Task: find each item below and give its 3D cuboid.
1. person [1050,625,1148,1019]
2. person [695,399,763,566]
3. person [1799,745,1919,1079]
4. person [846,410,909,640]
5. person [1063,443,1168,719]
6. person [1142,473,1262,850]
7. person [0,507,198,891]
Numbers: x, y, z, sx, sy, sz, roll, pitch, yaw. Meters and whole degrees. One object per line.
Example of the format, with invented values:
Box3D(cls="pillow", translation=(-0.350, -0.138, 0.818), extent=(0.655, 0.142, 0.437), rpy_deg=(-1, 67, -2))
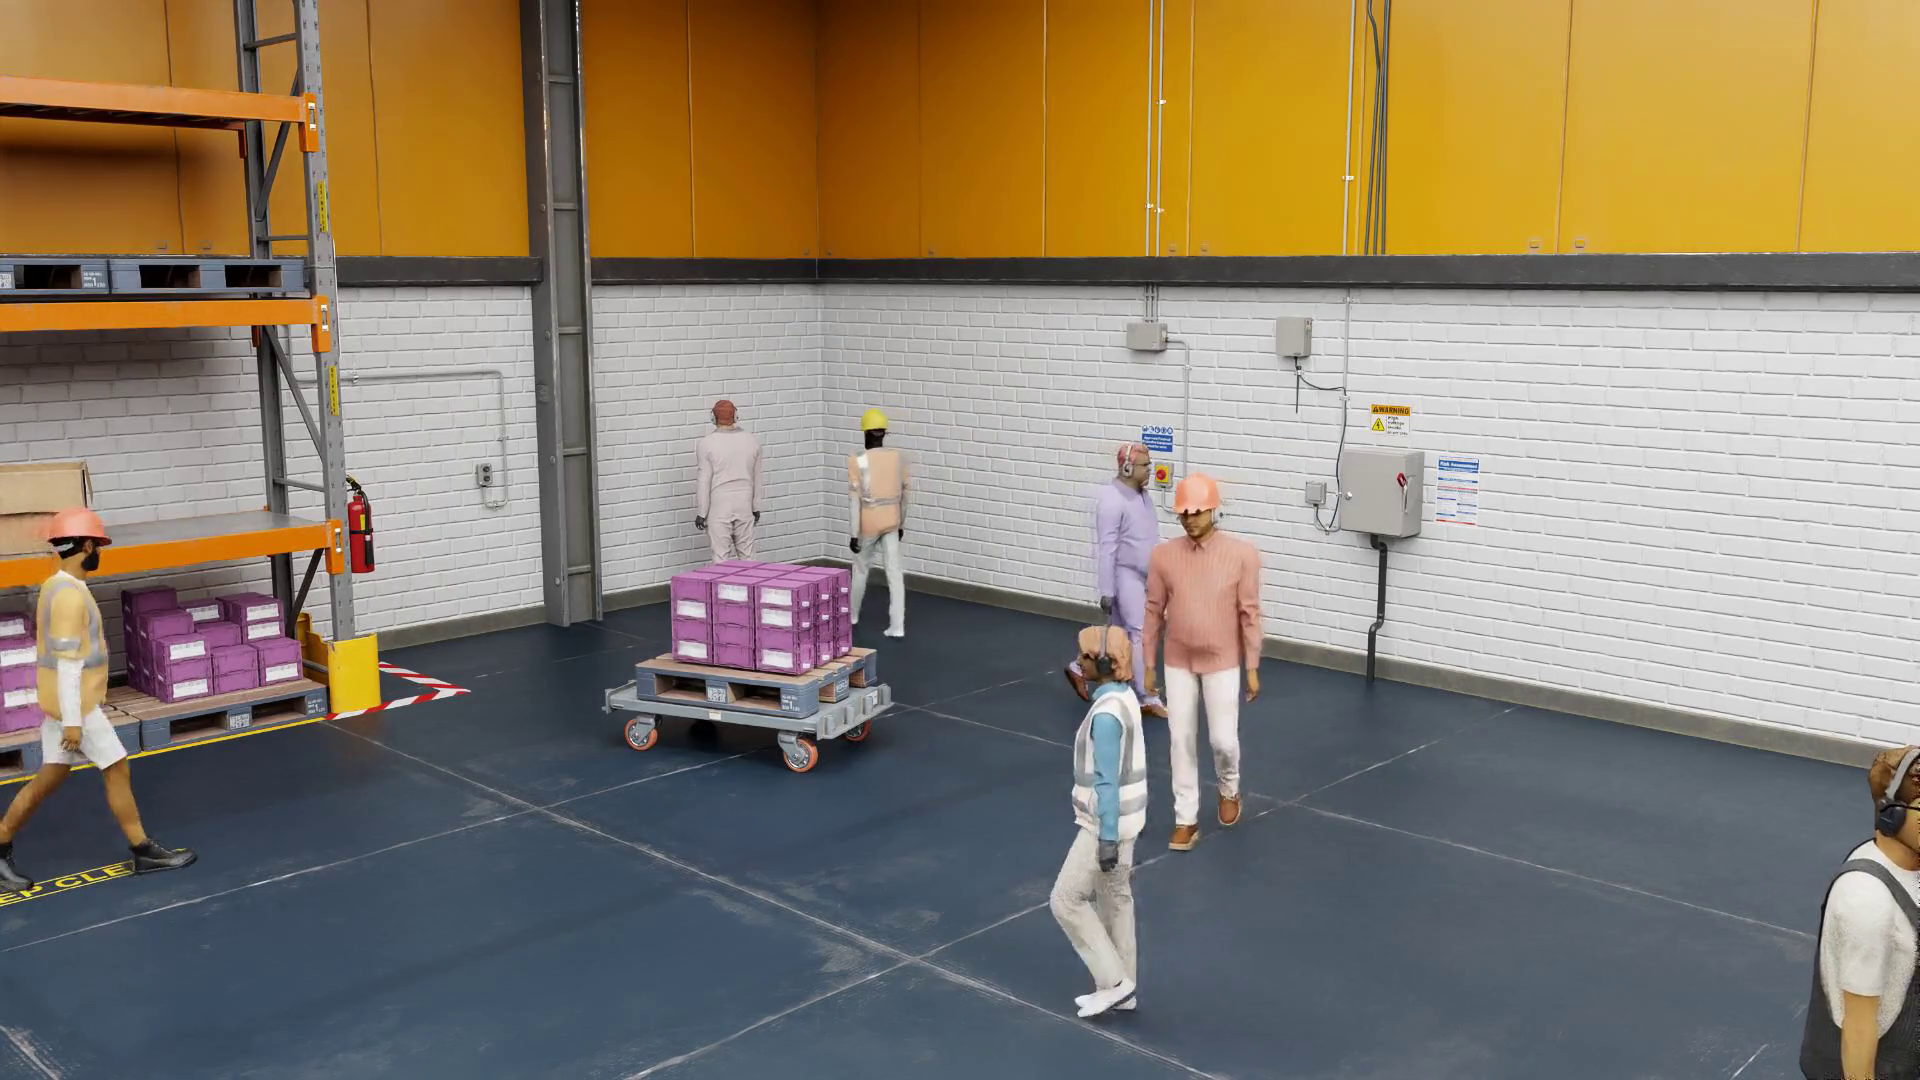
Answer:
Box3D(cls="person", translation=(0.567, 1.139, 6.694), extent=(0.382, 1.623, 0.545), rpy_deg=(2, 10, 13))
Box3D(cls="person", translation=(-2.038, -0.279, 14.556), extent=(0.643, 1.905, 0.399), rpy_deg=(-7, 11, -36))
Box3D(cls="person", translation=(2.369, 1.421, 4.315), extent=(0.336, 1.842, 0.508), rpy_deg=(7, 11, 35))
Box3D(cls="person", translation=(-0.709, -0.144, 13.814), extent=(0.617, 1.870, 0.997), rpy_deg=(-6, 11, -30))
Box3D(cls="person", translation=(1.107, 0.259, 11.371), extent=(0.876, 1.880, 0.653), rpy_deg=(5, 10, 27))
Box3D(cls="person", translation=(1.263, 0.629, 8.738), extent=(0.646, 1.982, 0.521), rpy_deg=(4, 10, 23))
Box3D(cls="person", translation=(-4.394, 0.782, 8.151), extent=(0.997, 1.882, 0.575), rpy_deg=(-6, 11, -31))
